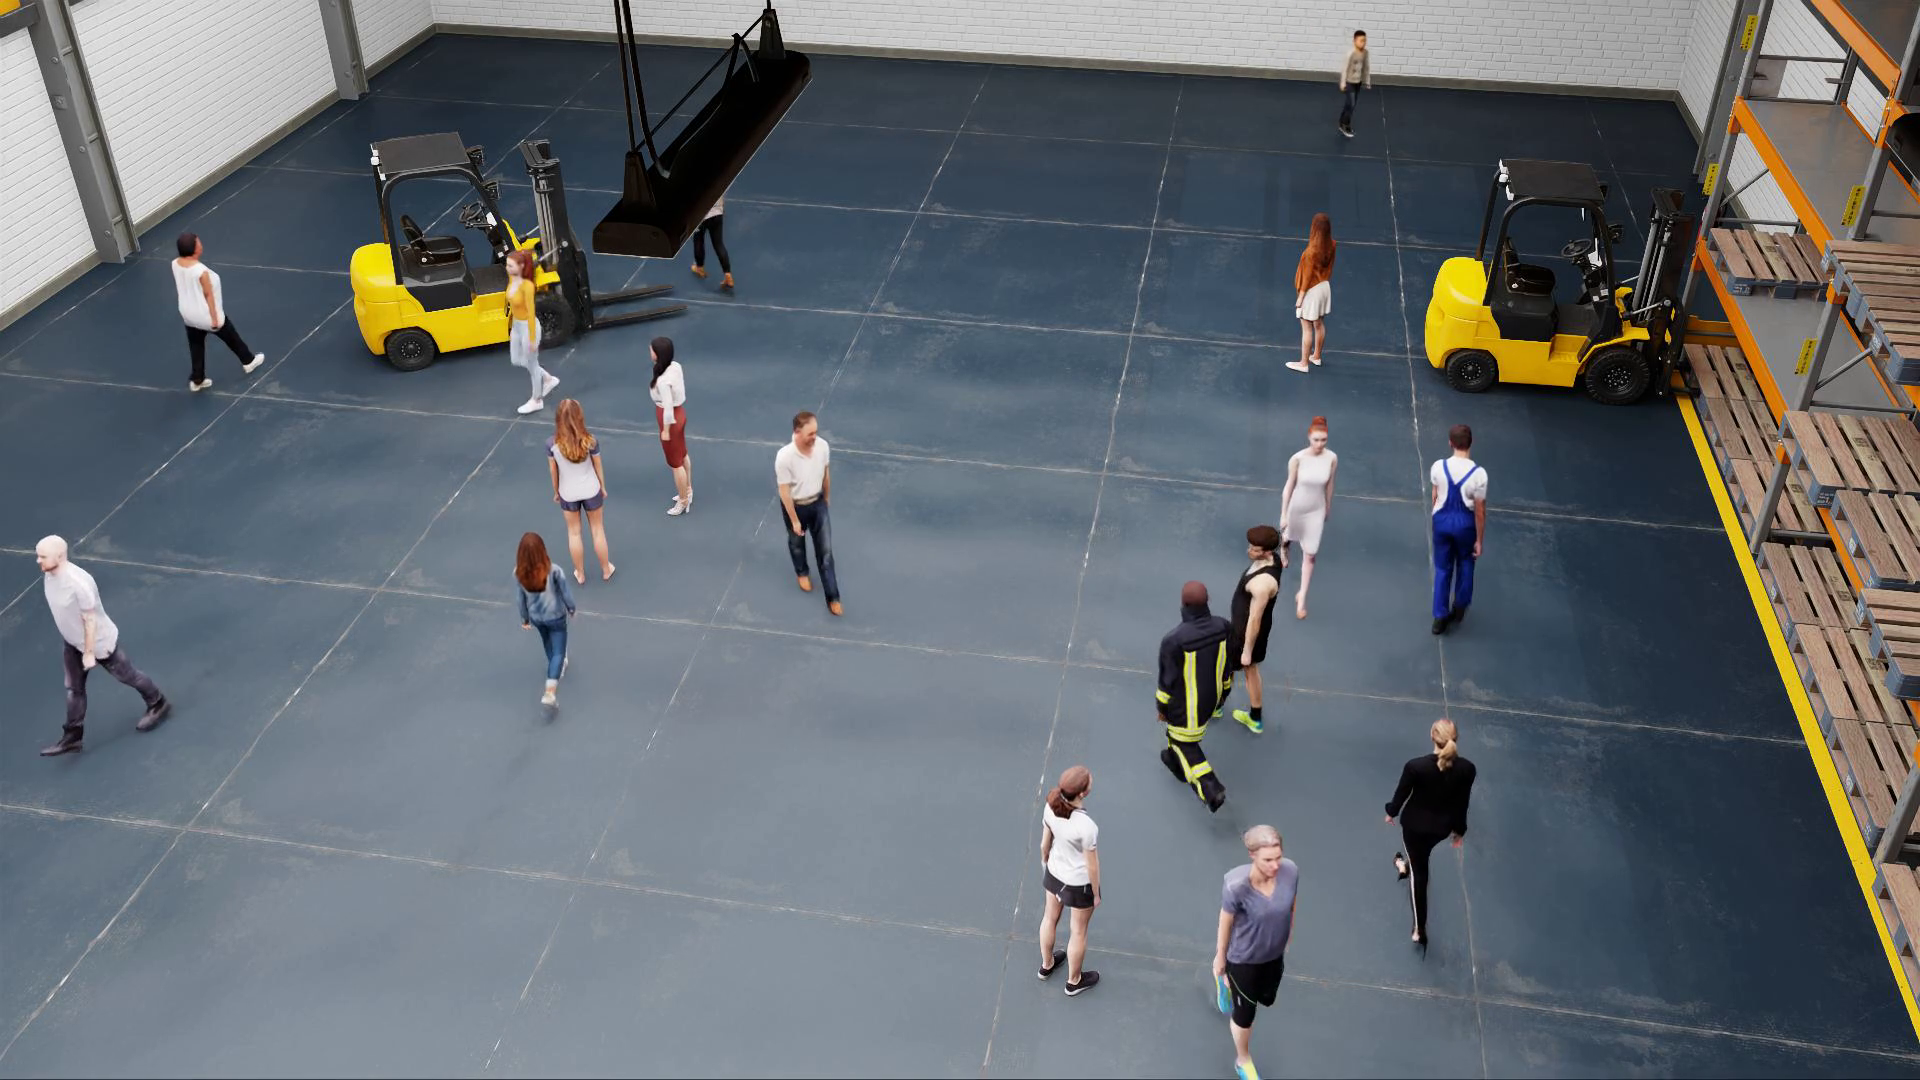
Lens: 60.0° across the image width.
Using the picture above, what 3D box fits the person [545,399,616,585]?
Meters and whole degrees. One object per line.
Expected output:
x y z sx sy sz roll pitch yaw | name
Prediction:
-3.203 -0.398 14.019 0.669 1.725 0.660 -6 34 -9 | person

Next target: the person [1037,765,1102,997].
0.676 2.086 10.259 0.669 1.751 0.694 26 41 33 | person

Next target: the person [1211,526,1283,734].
2.184 0.675 12.288 0.957 1.855 0.887 17 37 24 | person

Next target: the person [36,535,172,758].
-6.323 0.717 12.288 1.004 1.785 1.290 19 38 27 | person

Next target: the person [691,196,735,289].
-2.837 -3.655 18.955 1.077 1.686 1.161 -19 38 -27 | person

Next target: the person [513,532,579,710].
-3.174 0.621 12.734 0.574 1.451 0.949 4 34 7 | person

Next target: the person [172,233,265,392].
-7.756 -2.299 16.946 0.870 1.651 1.166 16 37 22 | person

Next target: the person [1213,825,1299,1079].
1.681 2.361 9.741 0.993 1.866 1.160 -12 36 -18 | person

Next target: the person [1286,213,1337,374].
3.696 -2.574 17.297 0.697 1.722 0.780 -26 42 -34 | person

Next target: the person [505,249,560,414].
-4.245 -2.103 16.567 0.878 1.744 0.808 -25 41 -33 | person

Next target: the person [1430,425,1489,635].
3.929 -0.032 13.387 0.778 1.815 0.816 17 37 24 | person

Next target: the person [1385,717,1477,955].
2.995 1.911 10.612 0.775 1.652 1.118 0 34 0 | person

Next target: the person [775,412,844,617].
-1.344 -0.320 13.826 1.052 1.810 1.212 -14 36 -20 | person

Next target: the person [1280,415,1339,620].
2.835 -0.268 13.793 0.736 1.759 1.134 0 34 -1 | person

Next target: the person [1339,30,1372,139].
5.474 -6.446 23.366 0.700 1.449 0.760 -20 39 -28 | person

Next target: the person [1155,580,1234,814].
1.683 1.117 11.675 1.150 1.797 1.247 -17 37 -24 | person

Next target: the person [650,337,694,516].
-2.586 -1.027 14.943 0.664 1.750 0.464 3 34 5 | person
